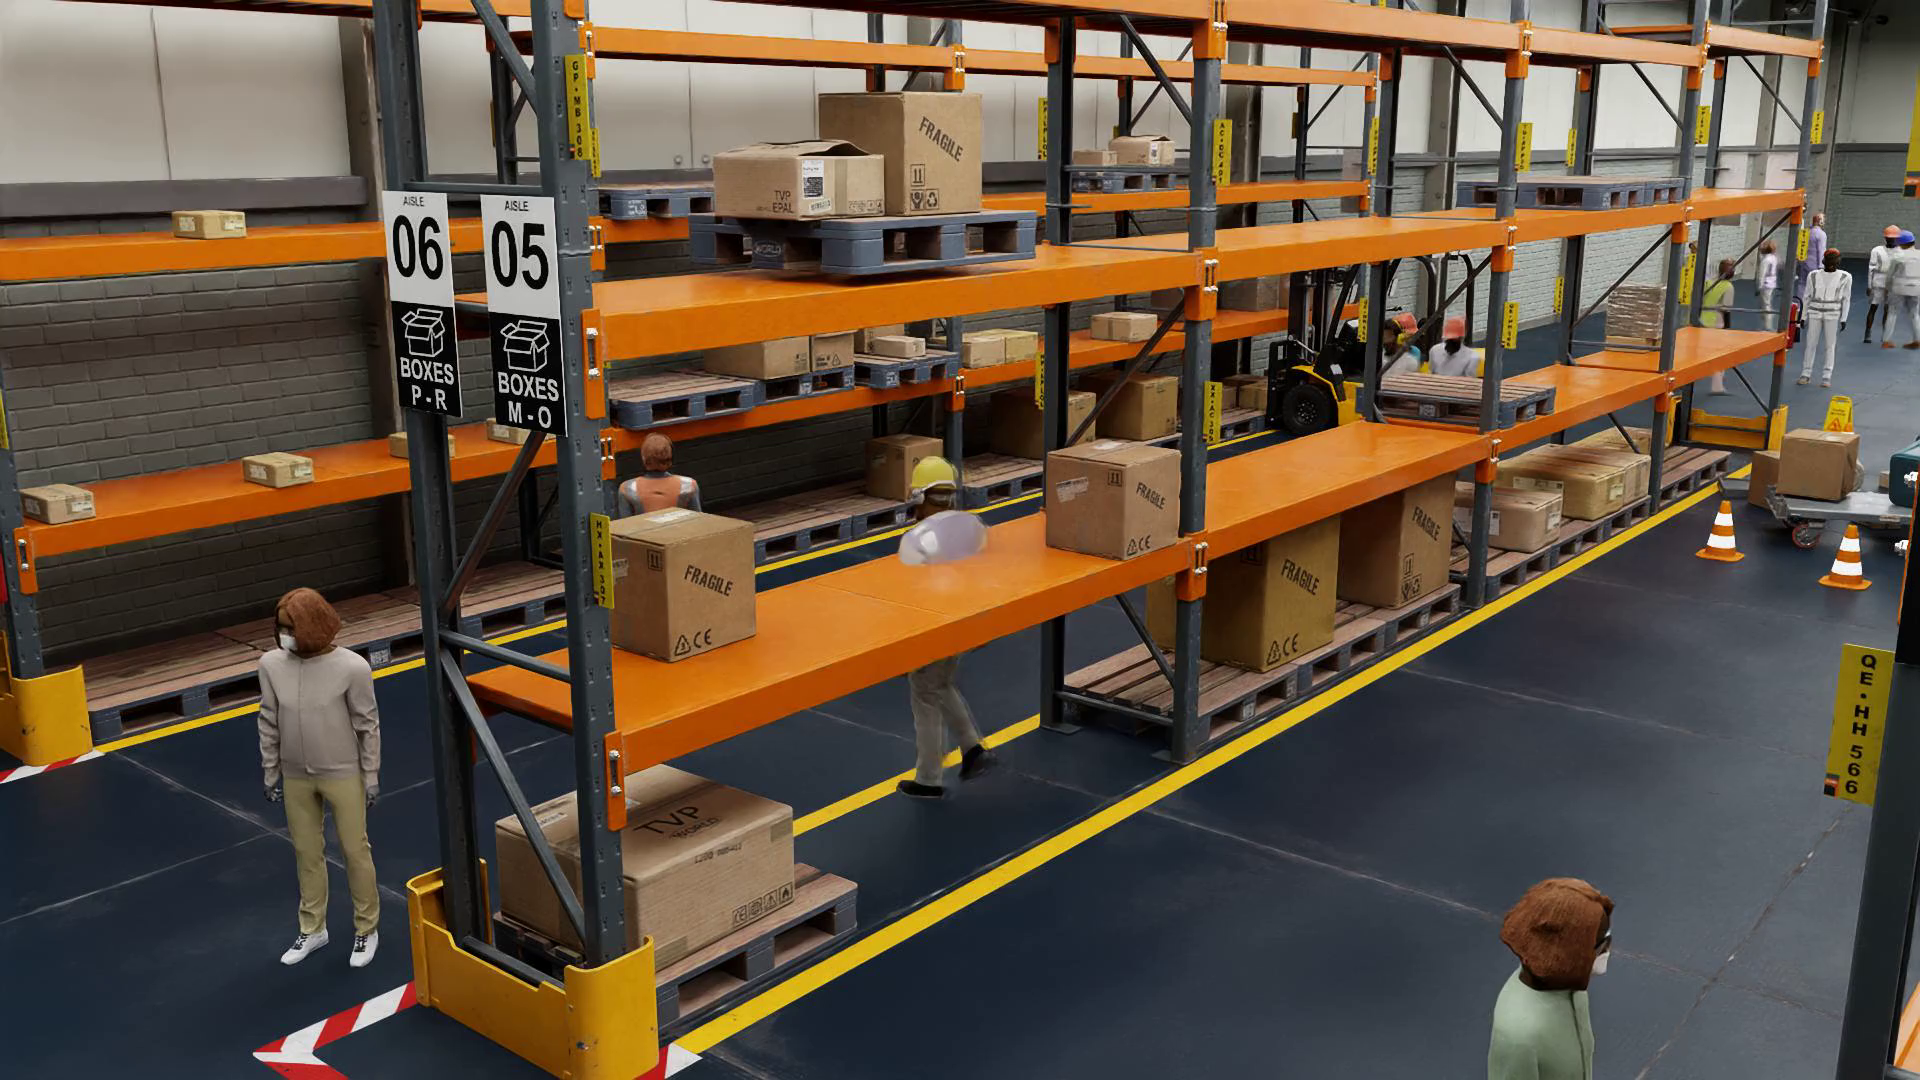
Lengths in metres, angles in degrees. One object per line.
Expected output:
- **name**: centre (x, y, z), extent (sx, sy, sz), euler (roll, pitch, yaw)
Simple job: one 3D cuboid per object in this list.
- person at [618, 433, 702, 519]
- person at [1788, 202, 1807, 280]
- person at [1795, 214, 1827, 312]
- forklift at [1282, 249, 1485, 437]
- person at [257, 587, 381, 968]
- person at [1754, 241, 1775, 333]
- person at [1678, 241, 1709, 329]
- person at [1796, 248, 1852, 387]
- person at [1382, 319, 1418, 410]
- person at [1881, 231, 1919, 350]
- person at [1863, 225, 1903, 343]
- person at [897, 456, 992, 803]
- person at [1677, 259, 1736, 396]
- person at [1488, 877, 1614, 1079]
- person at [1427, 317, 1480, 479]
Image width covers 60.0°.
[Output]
- **person**: centre (-1.834, 0.157, 10.260), extent (0.523, 1.638, 0.310), euler (-4, 14, -15)
- **person**: centre (19.773, -7.083, 39.343), extent (0.341, 1.839, 0.501), euler (5, 15, 20)
- **person**: centre (16.441, -5.327, 32.061), extent (0.400, 1.899, 0.648), euler (-2, 14, -8)
- **forklift**: centre (4.886, -2.214, 18.767), extent (2.313, 2.155, 1.214), euler (11, 18, 38)
- **person**: centre (-2.650, 0.985, 6.896), extent (0.509, 1.632, 0.270), euler (2, 14, 6)
- **person**: centre (13.821, -4.317, 28.531), extent (0.360, 1.612, 0.547), euler (9, 17, 33)
- **person**: centre (12.430, -4.254, 28.224), extent (0.310, 1.638, 0.514), euler (-8, 16, -30)
- **person**: centre (11.849, -3.050, 22.810), extent (0.585, 1.882, 0.343), euler (11, 17, 37)
- **person**: centre (3.761, -1.019, 14.622), extent (0.514, 1.855, 0.383), euler (12, 18, 40)
- **person**: centre (15.103, -3.977, 26.572), extent (0.661, 1.901, 0.464), euler (0, 14, 1)
- **person**: centre (15.244, -4.201, 27.385), extent (0.549, 1.936, 0.376), euler (4, 14, 16)
- **person**: centre (-0.116, 0.472, 8.620), extent (0.469, 1.808, 0.668), euler (11, 18, 39)
- **person**: centre (9.893, -2.801, 21.942), extent (0.677, 1.816, 0.607), euler (-1, 14, -5)
- **person**: centre (1.481, 1.626, 4.307), extent (0.266, 1.628, 0.500), euler (10, 17, 35)
- **person**: centre (4.795, -1.357, 16.323), extent (0.564, 1.681, 0.907), euler (10, 17, 37)
